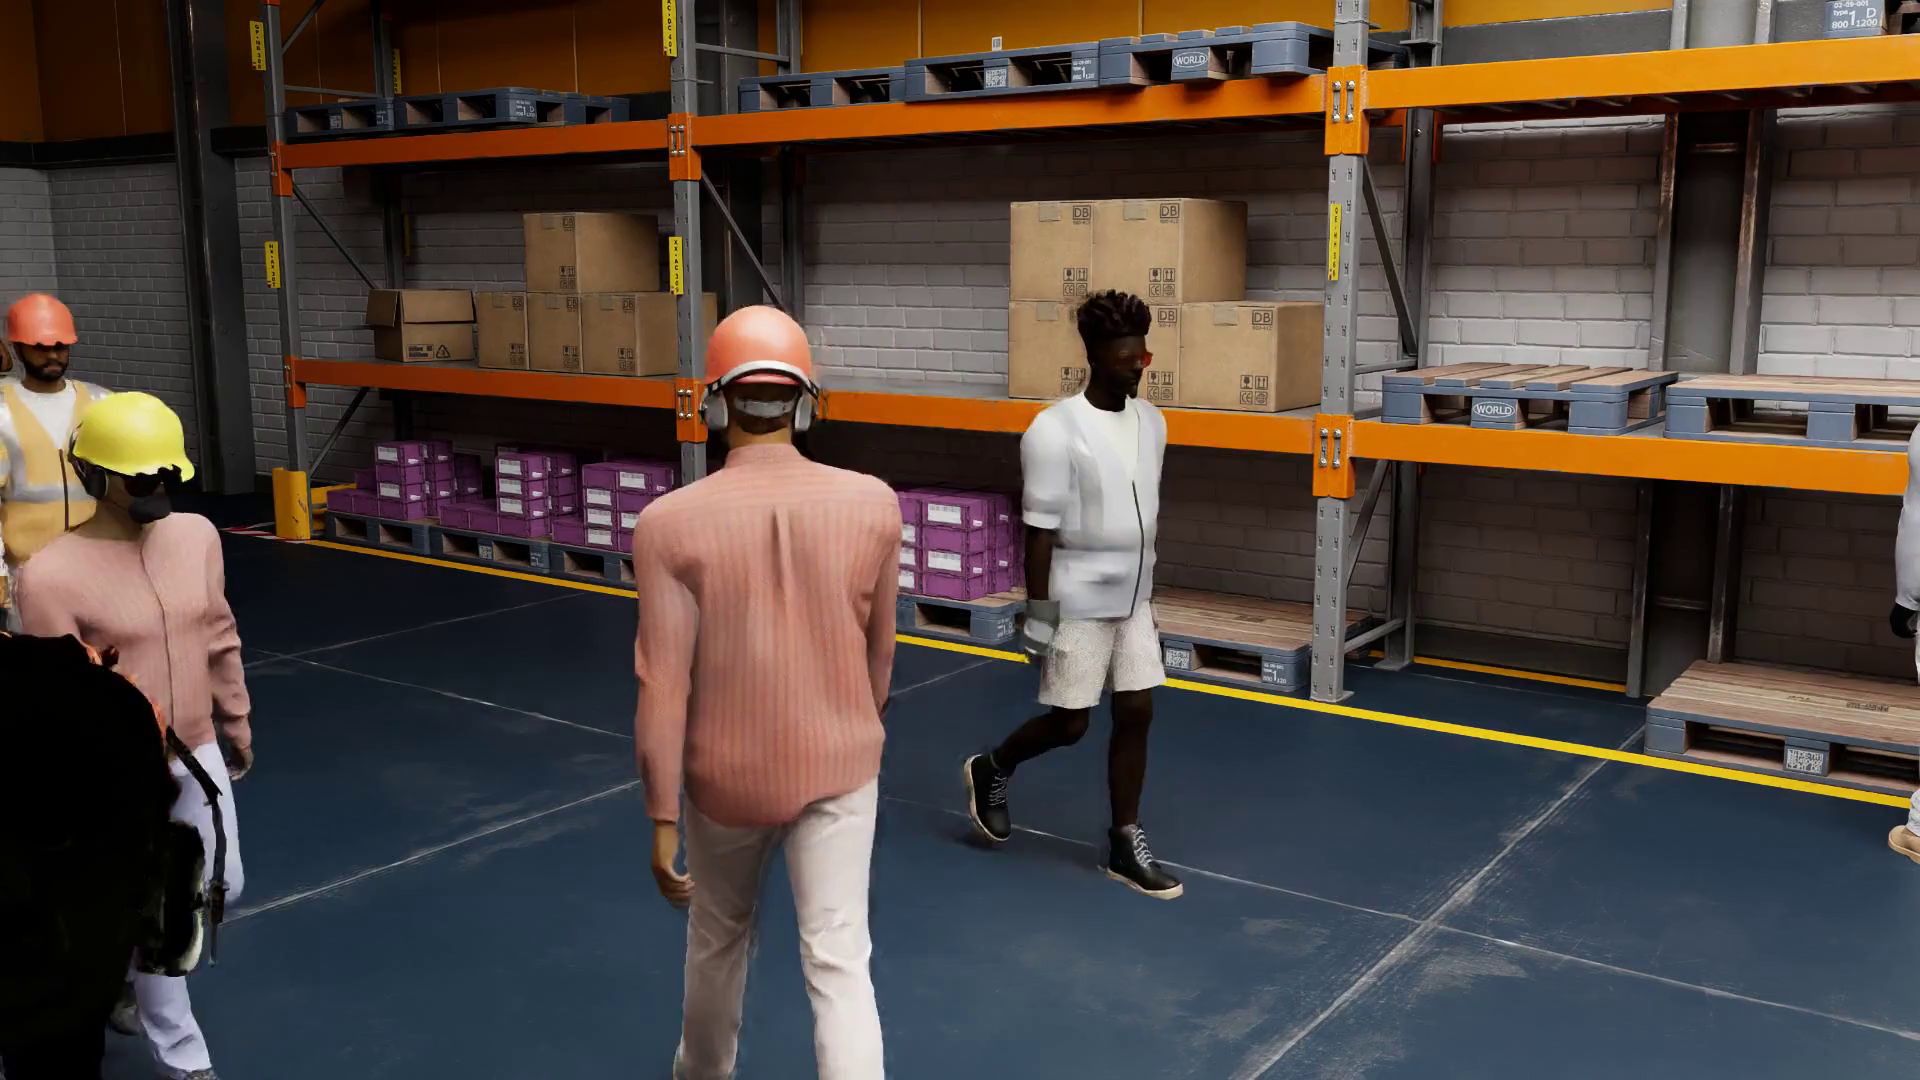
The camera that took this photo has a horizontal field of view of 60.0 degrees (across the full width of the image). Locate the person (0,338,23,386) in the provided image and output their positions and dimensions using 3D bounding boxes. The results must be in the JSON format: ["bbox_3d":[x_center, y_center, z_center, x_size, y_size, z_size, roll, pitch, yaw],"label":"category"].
[{"bbox_3d":[-5.517,-0.381,9.516,0.498,1.634,0.284,-9,13,-42],"label":"person"}]

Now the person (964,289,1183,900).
[{"bbox_3d":[0.375,0.161,5.393,0.613,1.945,0.757,-9,13,-42],"label":"person"}]

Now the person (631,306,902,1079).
[{"bbox_3d":[-0.388,0.484,3.515,0.597,1.938,1.070,-3,10,-18],"label":"person"}]

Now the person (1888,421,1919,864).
[{"bbox_3d":[3.413,0.189,5.510,0.625,1.844,0.429,2,10,10],"label":"person"}]

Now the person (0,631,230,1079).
[{"bbox_3d":[-0.551,0.955,1.031,0.577,1.829,1.045,-9,13,-42],"label":"person"}]

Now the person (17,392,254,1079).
[{"bbox_3d":[-1.948,0.509,3.897,0.599,1.734,0.568,4,10,25],"label":"person"}]

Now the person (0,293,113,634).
[{"bbox_3d":[-3.361,0.037,6.252,0.567,1.890,0.958,-9,13,-43],"label":"person"}]
